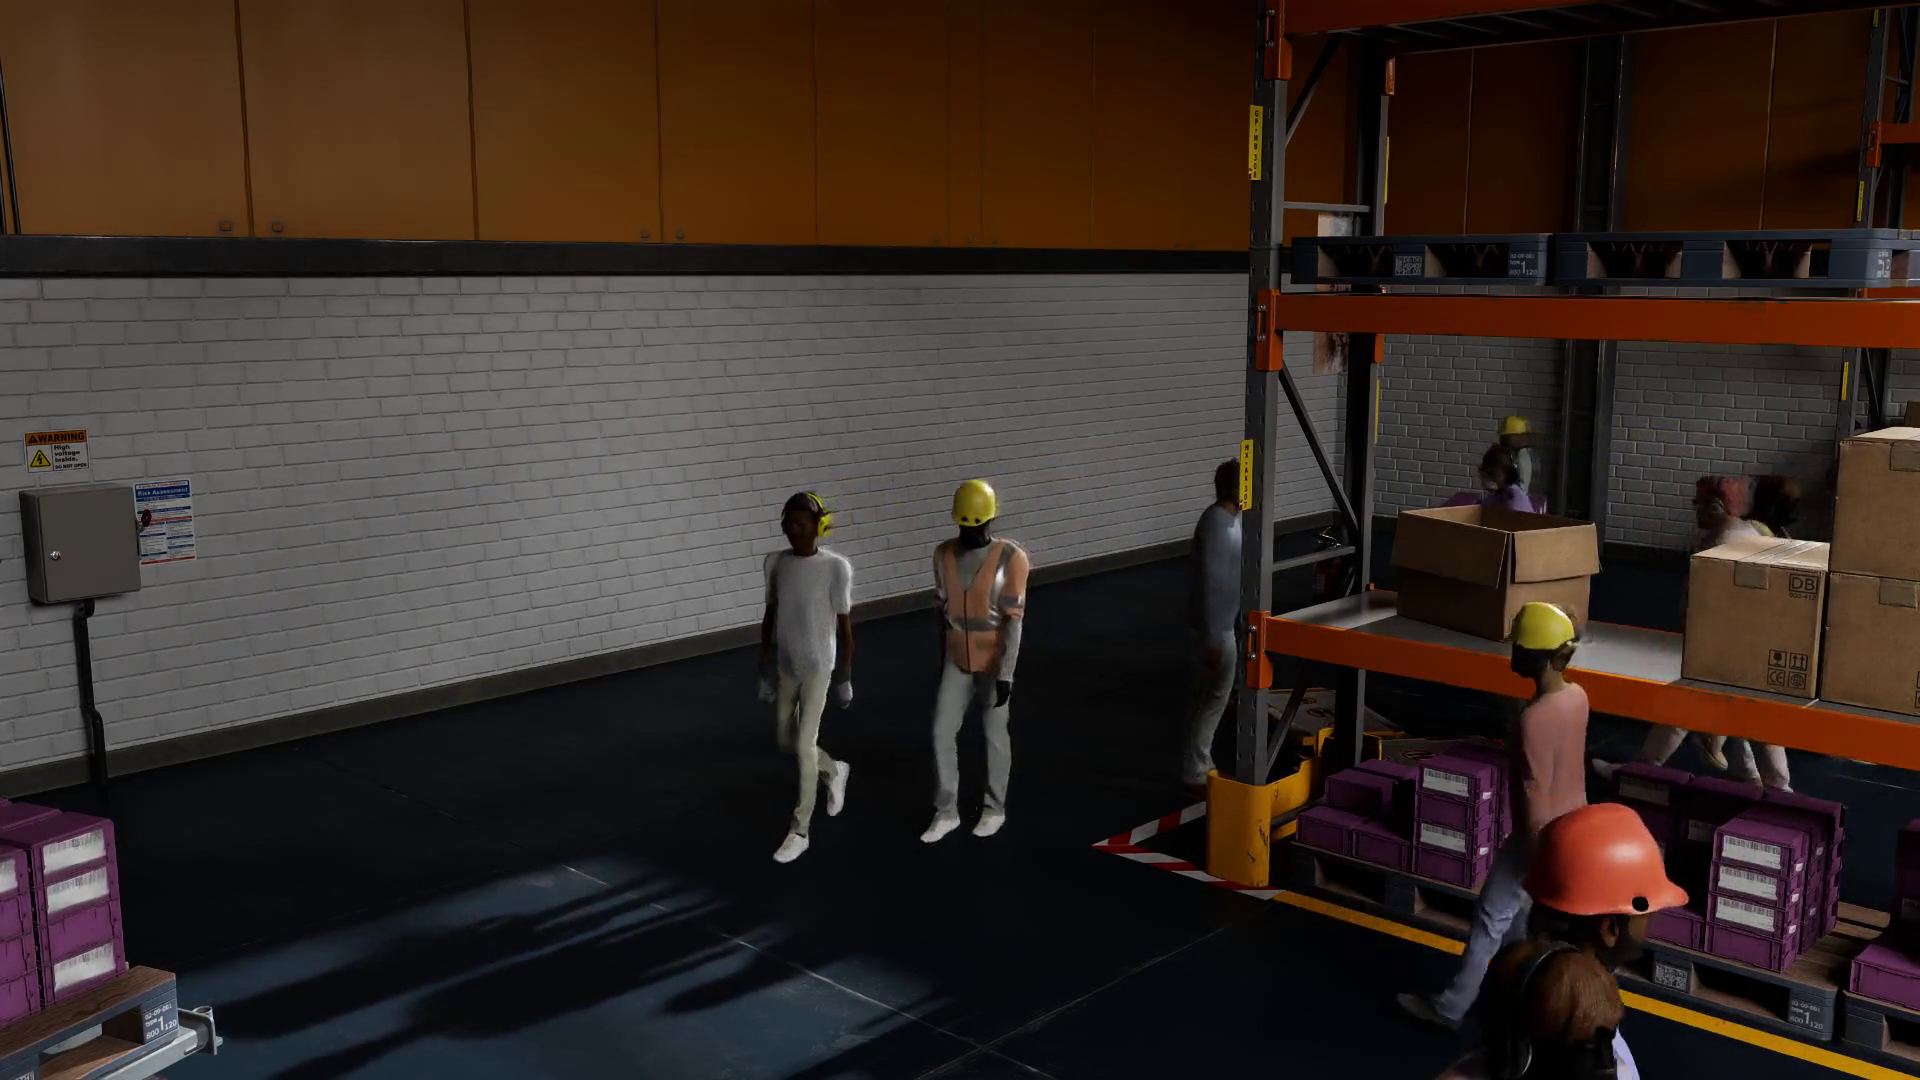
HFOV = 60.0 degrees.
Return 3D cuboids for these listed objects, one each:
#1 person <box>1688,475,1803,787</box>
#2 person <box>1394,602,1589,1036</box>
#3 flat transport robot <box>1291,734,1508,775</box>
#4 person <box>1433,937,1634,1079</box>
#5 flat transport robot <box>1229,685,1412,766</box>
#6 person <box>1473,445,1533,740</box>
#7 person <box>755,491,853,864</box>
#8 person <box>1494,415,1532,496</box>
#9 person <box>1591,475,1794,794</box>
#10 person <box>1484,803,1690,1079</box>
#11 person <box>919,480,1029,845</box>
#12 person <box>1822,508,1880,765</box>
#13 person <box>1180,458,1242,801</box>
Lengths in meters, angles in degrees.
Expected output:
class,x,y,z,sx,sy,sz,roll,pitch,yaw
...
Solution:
class,x,y,z,sx,sy,sz,roll,pitch,yaw
person,4.456,0.527,9.350,0.486,1.823,0.635,7,11,35
person,2.094,1.082,6.239,0.866,1.731,0.533,9,13,44
flat transport robot,2.665,1.299,9.361,1.431,0.197,0.652,-2,9,-10
person,0.961,1.557,3.056,0.622,1.822,0.706,-6,11,-32
flat transport robot,2.216,1.143,10.318,0.652,0.197,1.431,-2,9,-10
person,3.356,0.341,10.305,0.385,1.893,0.792,2,10,14
person,-0.773,0.652,8.502,0.524,1.846,0.782,5,10,27
person,4.659,-0.193,14.065,0.390,1.728,0.487,2,10,13
person,4.067,0.573,9.007,0.652,1.845,1.060,-8,12,-42
person,1.203,1.458,3.283,0.357,1.938,0.552,1,9,6
person,0.050,0.638,8.481,0.580,1.889,0.714,5,11,29
person,5.237,0.413,9.961,0.581,1.851,0.533,4,10,22
person,1.441,0.500,9.236,0.410,1.923,0.630,1,9,9
